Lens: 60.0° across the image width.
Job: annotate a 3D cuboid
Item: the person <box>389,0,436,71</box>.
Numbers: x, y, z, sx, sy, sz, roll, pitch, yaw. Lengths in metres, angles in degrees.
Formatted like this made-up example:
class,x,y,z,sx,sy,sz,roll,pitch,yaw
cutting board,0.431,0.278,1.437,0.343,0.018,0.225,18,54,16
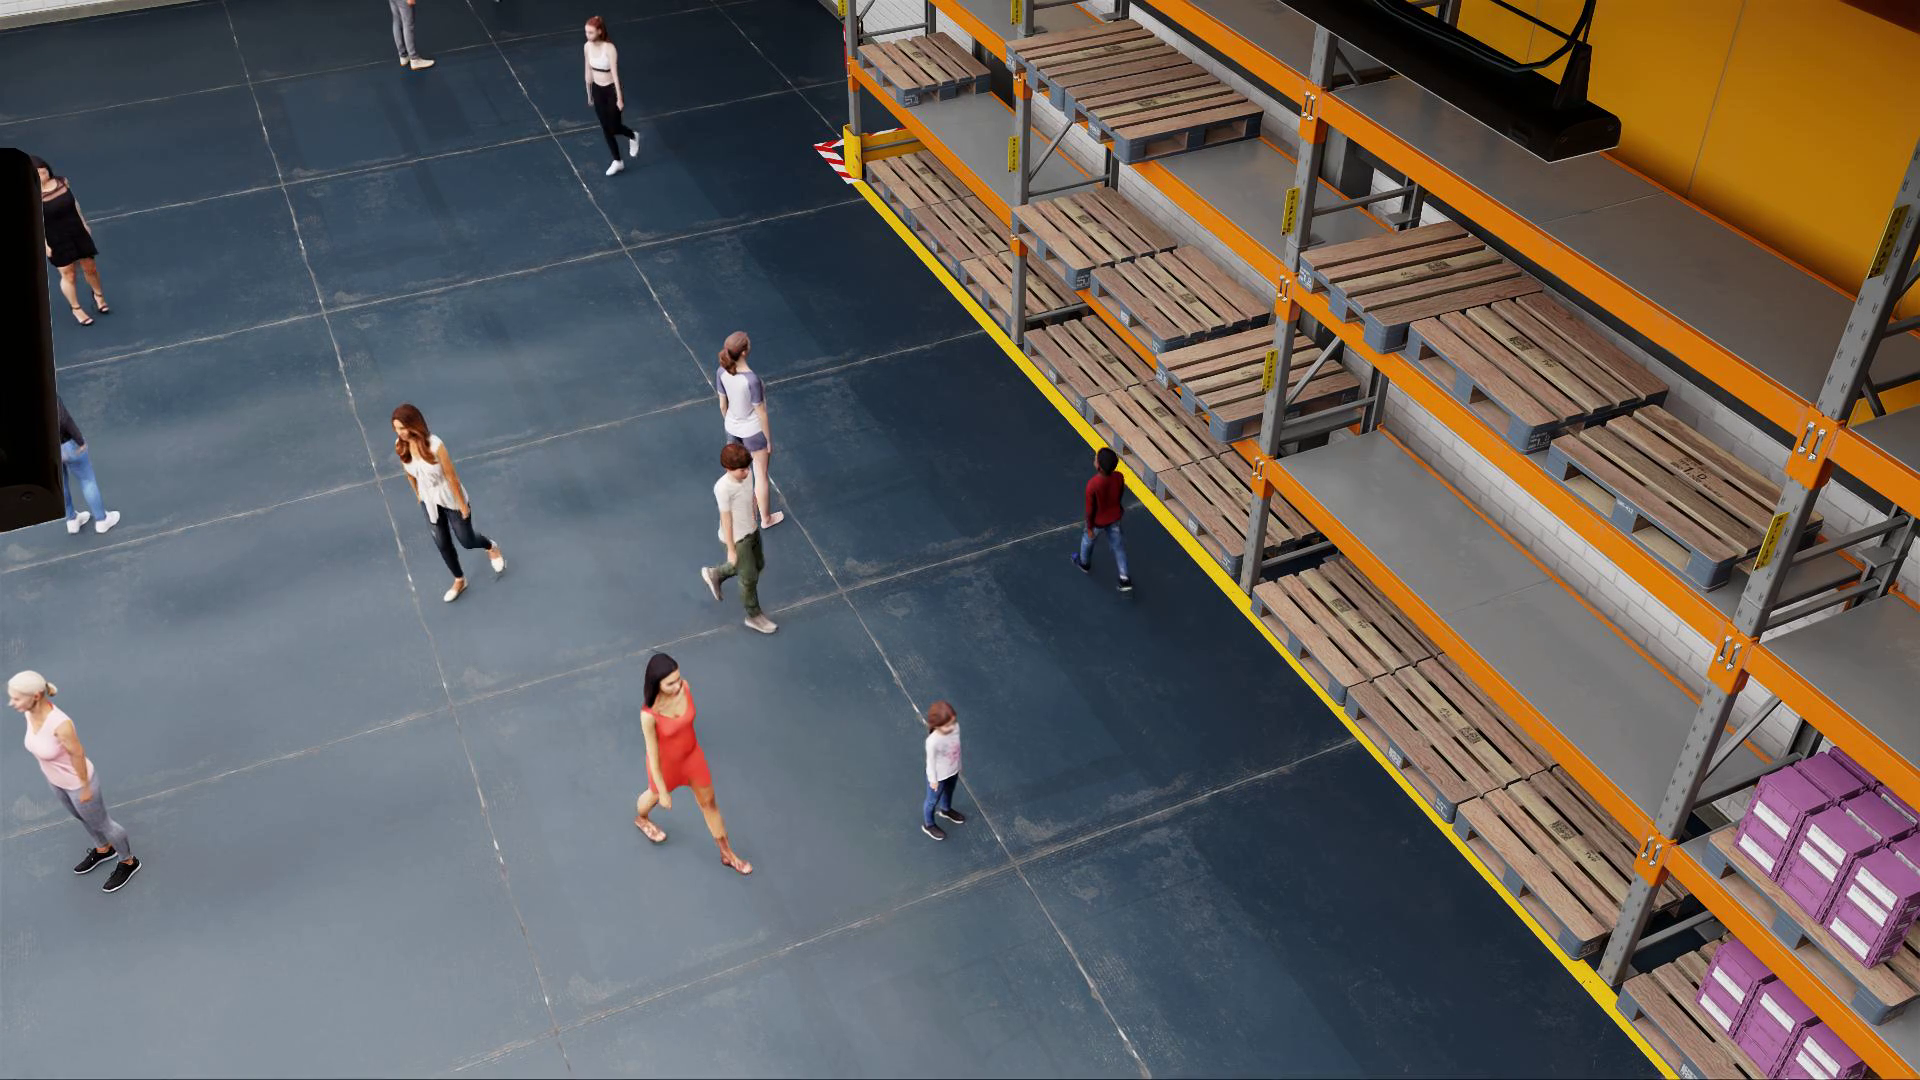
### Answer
class,x,y,z,sx,sy,sz,roll,pitch,yaw
person,-6.839,-6.690,20.217,0.637,1.898,0.795,30,48,32

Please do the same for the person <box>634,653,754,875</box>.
class,x,y,z,sx,sy,sz,roll,pitch,yaw
person,-1.844,1.358,10.322,1.230,1.670,1.040,21,43,24

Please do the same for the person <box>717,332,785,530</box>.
class,x,y,z,sx,sy,sz,roll,pitch,yaw
person,-1.678,-0.861,13.023,0.663,1.767,0.736,18,42,21

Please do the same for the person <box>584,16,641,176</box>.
class,x,y,z,sx,sy,sz,roll,pitch,yaw
person,-3.764,-4.848,18.044,0.869,1.731,0.901,19,42,22

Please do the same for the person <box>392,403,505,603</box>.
class,x,y,z,sx,sy,sz,roll,pitch,yaw
person,-3.802,-0.343,12.382,0.900,1.756,0.976,9,39,11

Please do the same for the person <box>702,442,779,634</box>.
class,x,y,z,sx,sy,sz,roll,pitch,yaw
person,-1.664,-0.045,12.108,1.001,1.633,0.896,18,42,21

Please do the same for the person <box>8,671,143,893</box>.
class,x,y,z,sx,sy,sz,roll,pitch,yaw
person,-5.435,1.438,10.177,0.612,1.726,0.706,22,44,25

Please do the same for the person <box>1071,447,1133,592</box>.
class,x,y,z,sx,sy,sz,roll,pitch,yaw
person,1.132,-0.152,12.549,0.509,1.251,0.851,-16,41,-20

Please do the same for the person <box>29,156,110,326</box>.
class,x,y,z,sx,sy,sz,roll,pitch,yaw
person,-8.364,-2.811,15.513,0.780,1.707,0.759,21,43,24

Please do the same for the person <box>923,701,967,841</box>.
class,x,y,z,sx,sy,sz,roll,pitch,yaw
person,-0.114,1.447,10.659,0.547,1.110,0.507,28,47,31
